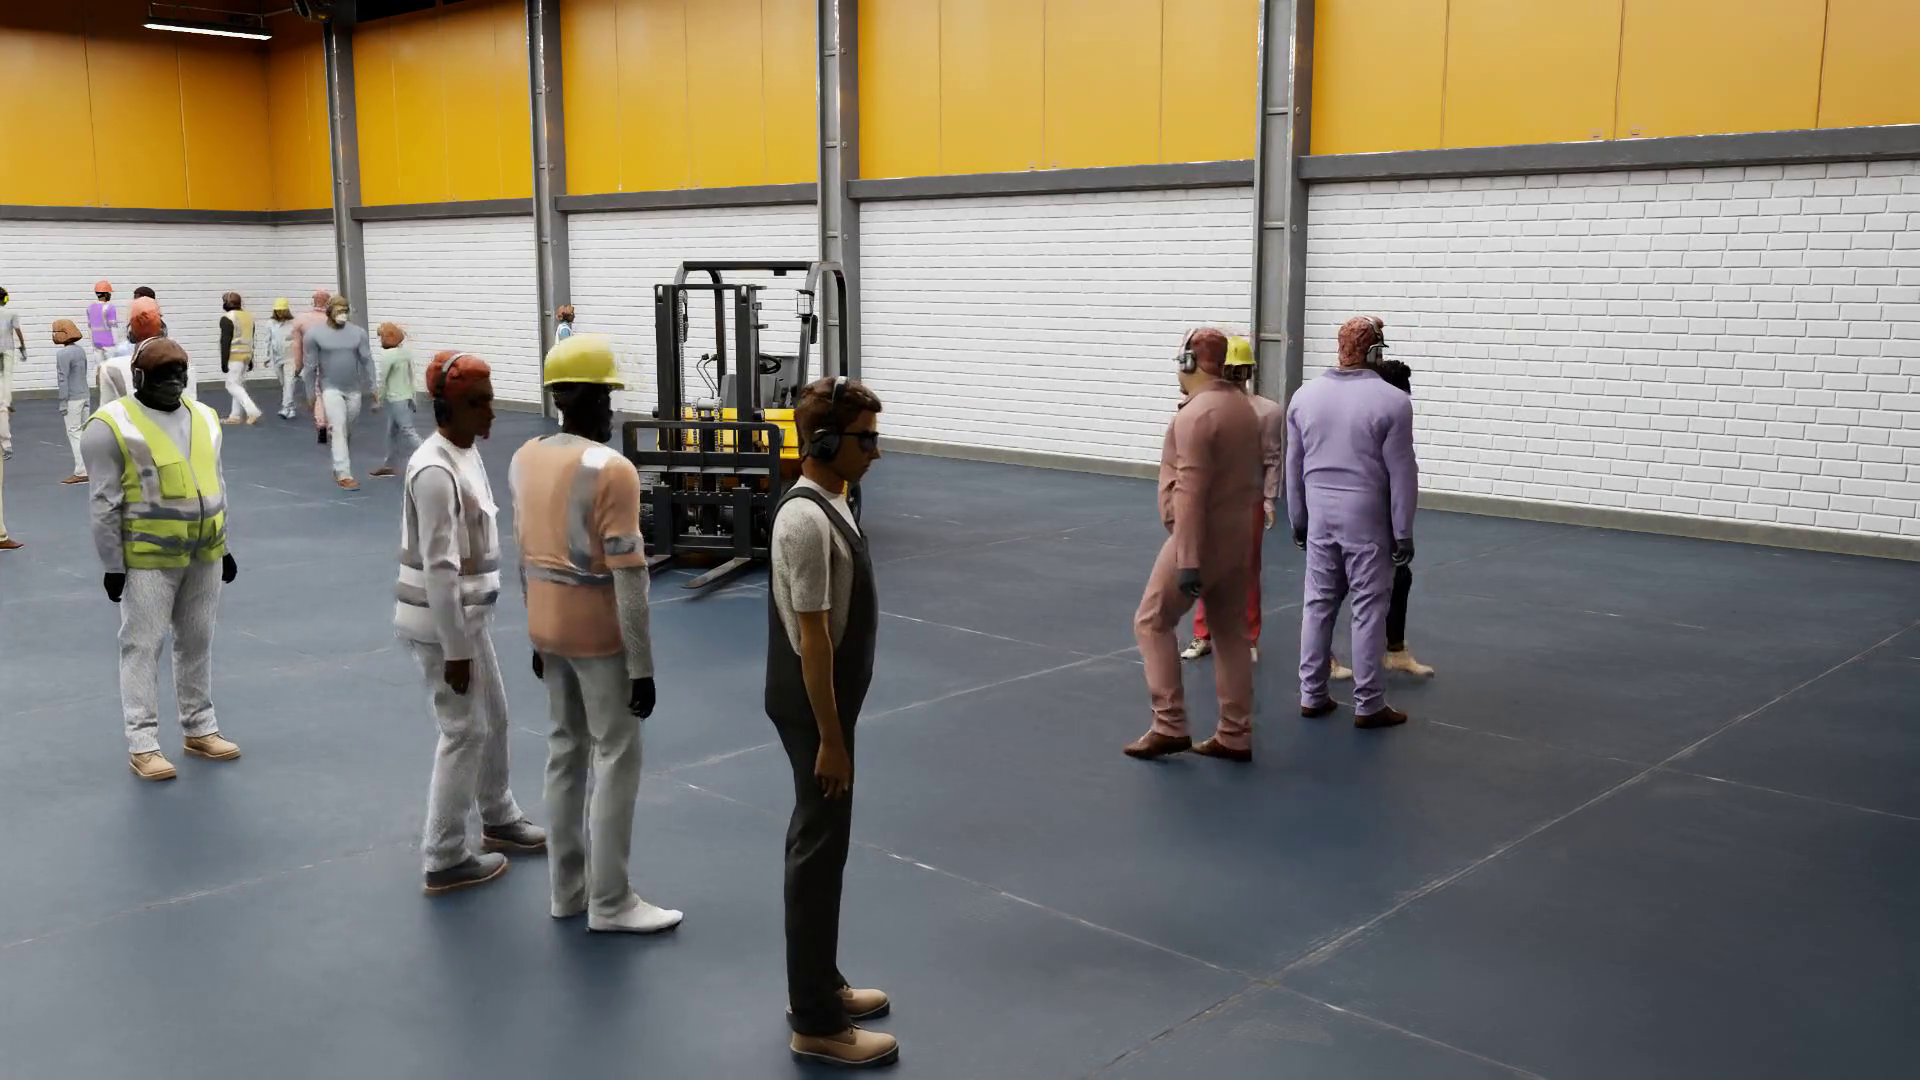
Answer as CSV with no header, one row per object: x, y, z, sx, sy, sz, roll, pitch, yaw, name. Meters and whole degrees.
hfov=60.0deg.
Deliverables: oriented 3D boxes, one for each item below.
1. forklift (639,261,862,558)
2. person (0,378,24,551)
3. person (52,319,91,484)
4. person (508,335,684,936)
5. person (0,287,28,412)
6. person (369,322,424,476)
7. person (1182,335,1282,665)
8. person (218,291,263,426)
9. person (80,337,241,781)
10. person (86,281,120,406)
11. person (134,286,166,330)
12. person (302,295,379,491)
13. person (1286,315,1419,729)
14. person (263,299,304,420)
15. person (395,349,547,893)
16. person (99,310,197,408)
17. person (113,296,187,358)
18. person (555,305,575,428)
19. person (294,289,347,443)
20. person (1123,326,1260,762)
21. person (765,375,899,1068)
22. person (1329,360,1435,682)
-1.552,-1.040,12.721,1.214,2.155,2.313,2,9,11,forklift
-7.366,-0.727,12.511,0.505,1.632,0.288,2,9,10,person
-8.785,-1.371,16.490,0.276,1.627,0.502,-1,9,-4,person
-1.170,0.311,5.361,0.698,1.905,0.373,8,12,41,person
-14.174,-2.823,24.703,0.571,1.842,0.714,-2,9,-11,person
-5.637,-1.407,16.814,0.830,1.591,0.496,1,9,5,person
1.456,-0.210,8.940,0.523,1.769,0.322,4,10,26,person
-9.787,-2.457,22.547,0.638,1.835,0.642,1,9,9,person
-3.325,0.068,7.009,0.429,1.839,0.633,5,10,27,person
-13.166,-3.023,25.657,0.544,1.939,0.372,4,10,21,person
-9.304,-1.957,19.184,0.381,1.918,0.596,-8,12,-39,person
-6.023,-1.444,16.195,0.645,1.875,1.010,-9,13,-44,person
1.837,-0.085,7.743,0.655,1.906,0.407,9,13,43,person
-9.545,-2.543,23.484,0.484,1.688,0.956,0,9,-2,person
-1.669,0.281,5.696,0.475,1.865,0.705,-2,9,-10,person
-5.223,-0.554,10.787,0.587,1.858,0.789,-4,10,-21,person
-6.279,-0.944,12.992,0.580,1.910,0.605,-1,9,-7,person
-5.272,-2.324,22.292,0.311,1.638,0.523,-3,10,-18,person
-7.831,-2.140,20.449,0.639,1.877,0.907,-4,10,-25,person
1.012,0.024,7.190,0.676,1.872,0.656,6,11,35,person
-0.350,0.480,4.485,0.346,1.842,0.506,-1,9,-5,person
2.123,-0.076,8.419,0.724,1.659,0.539,6,11,33,person
